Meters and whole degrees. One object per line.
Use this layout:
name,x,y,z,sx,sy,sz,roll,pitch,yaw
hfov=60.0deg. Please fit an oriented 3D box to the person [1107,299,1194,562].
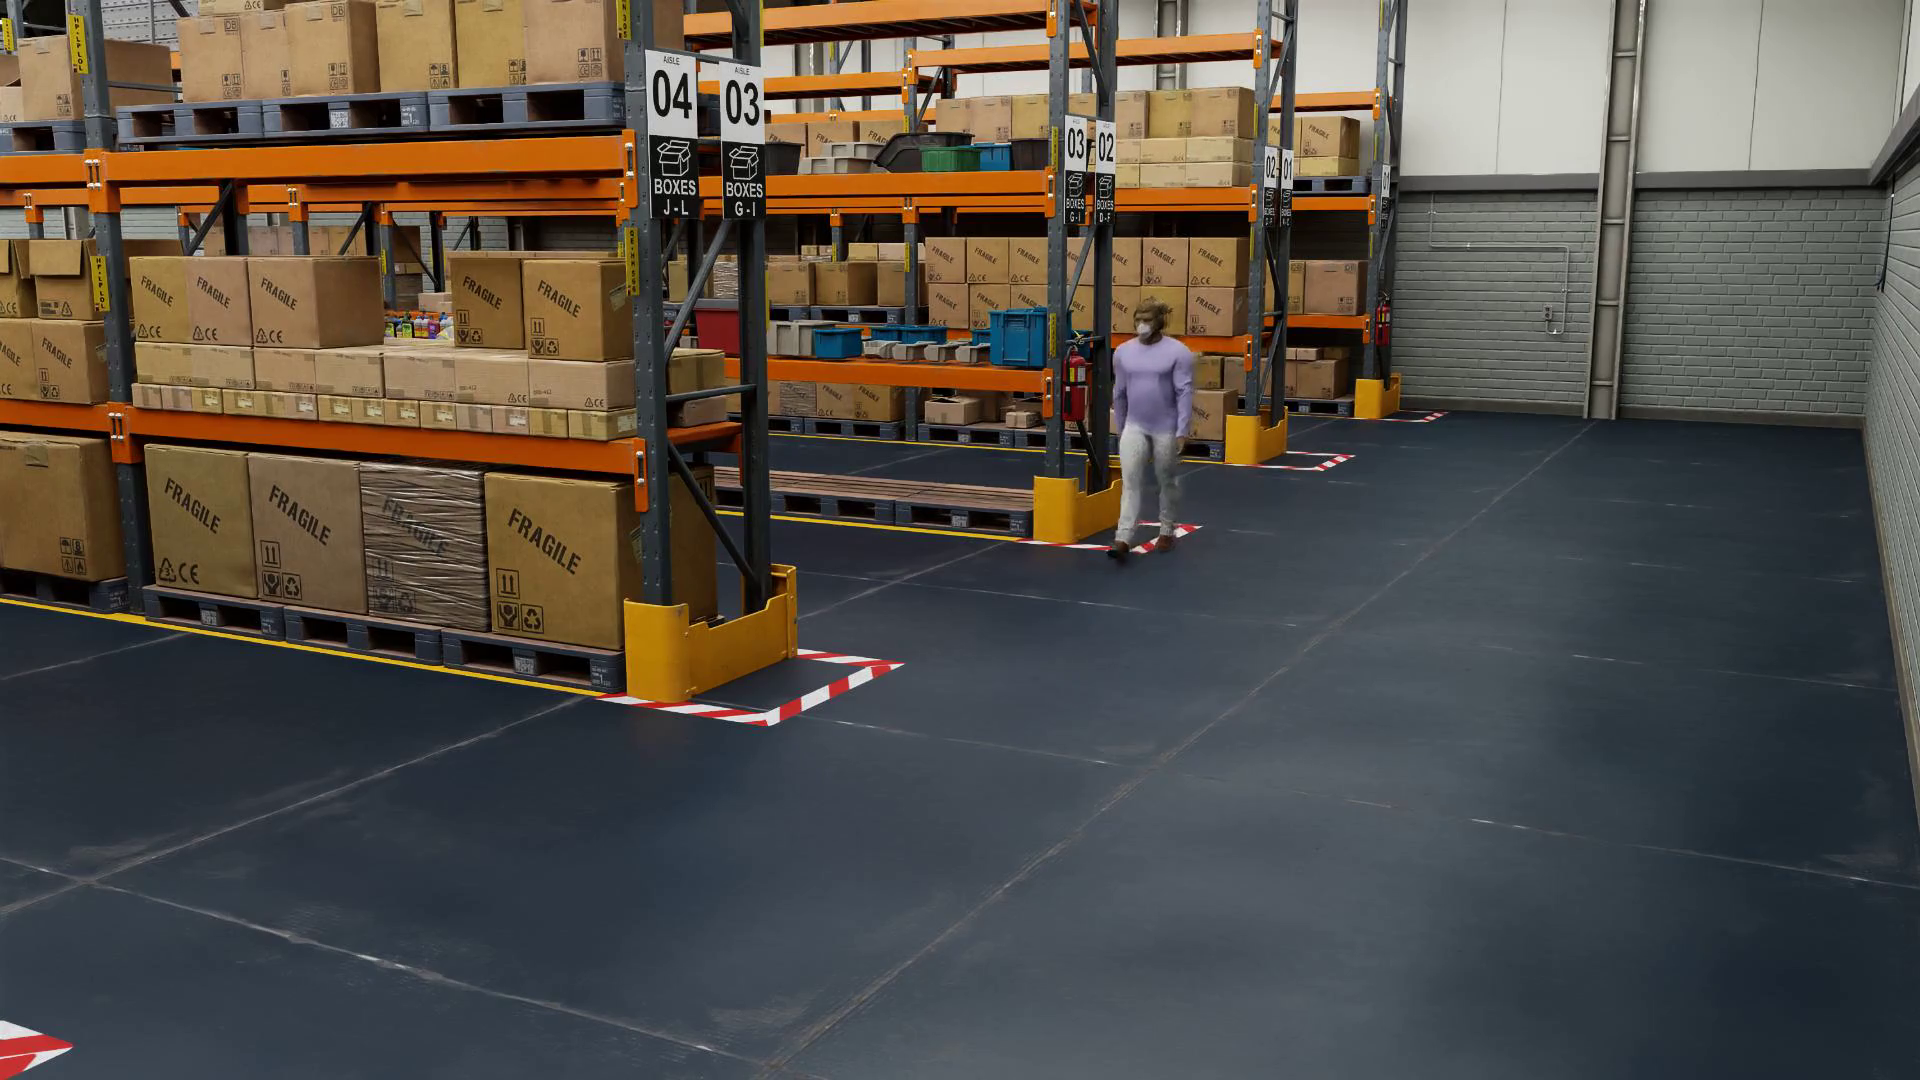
person,1.374,-0.792,12.079,0.648,1.883,1.018,5,11,24

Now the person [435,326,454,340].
person,-4.132,-1.143,14.116,0.429,1.847,0.627,7,12,33

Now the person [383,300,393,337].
person,-4.902,-1.102,13.927,0.395,1.831,0.577,5,11,24
